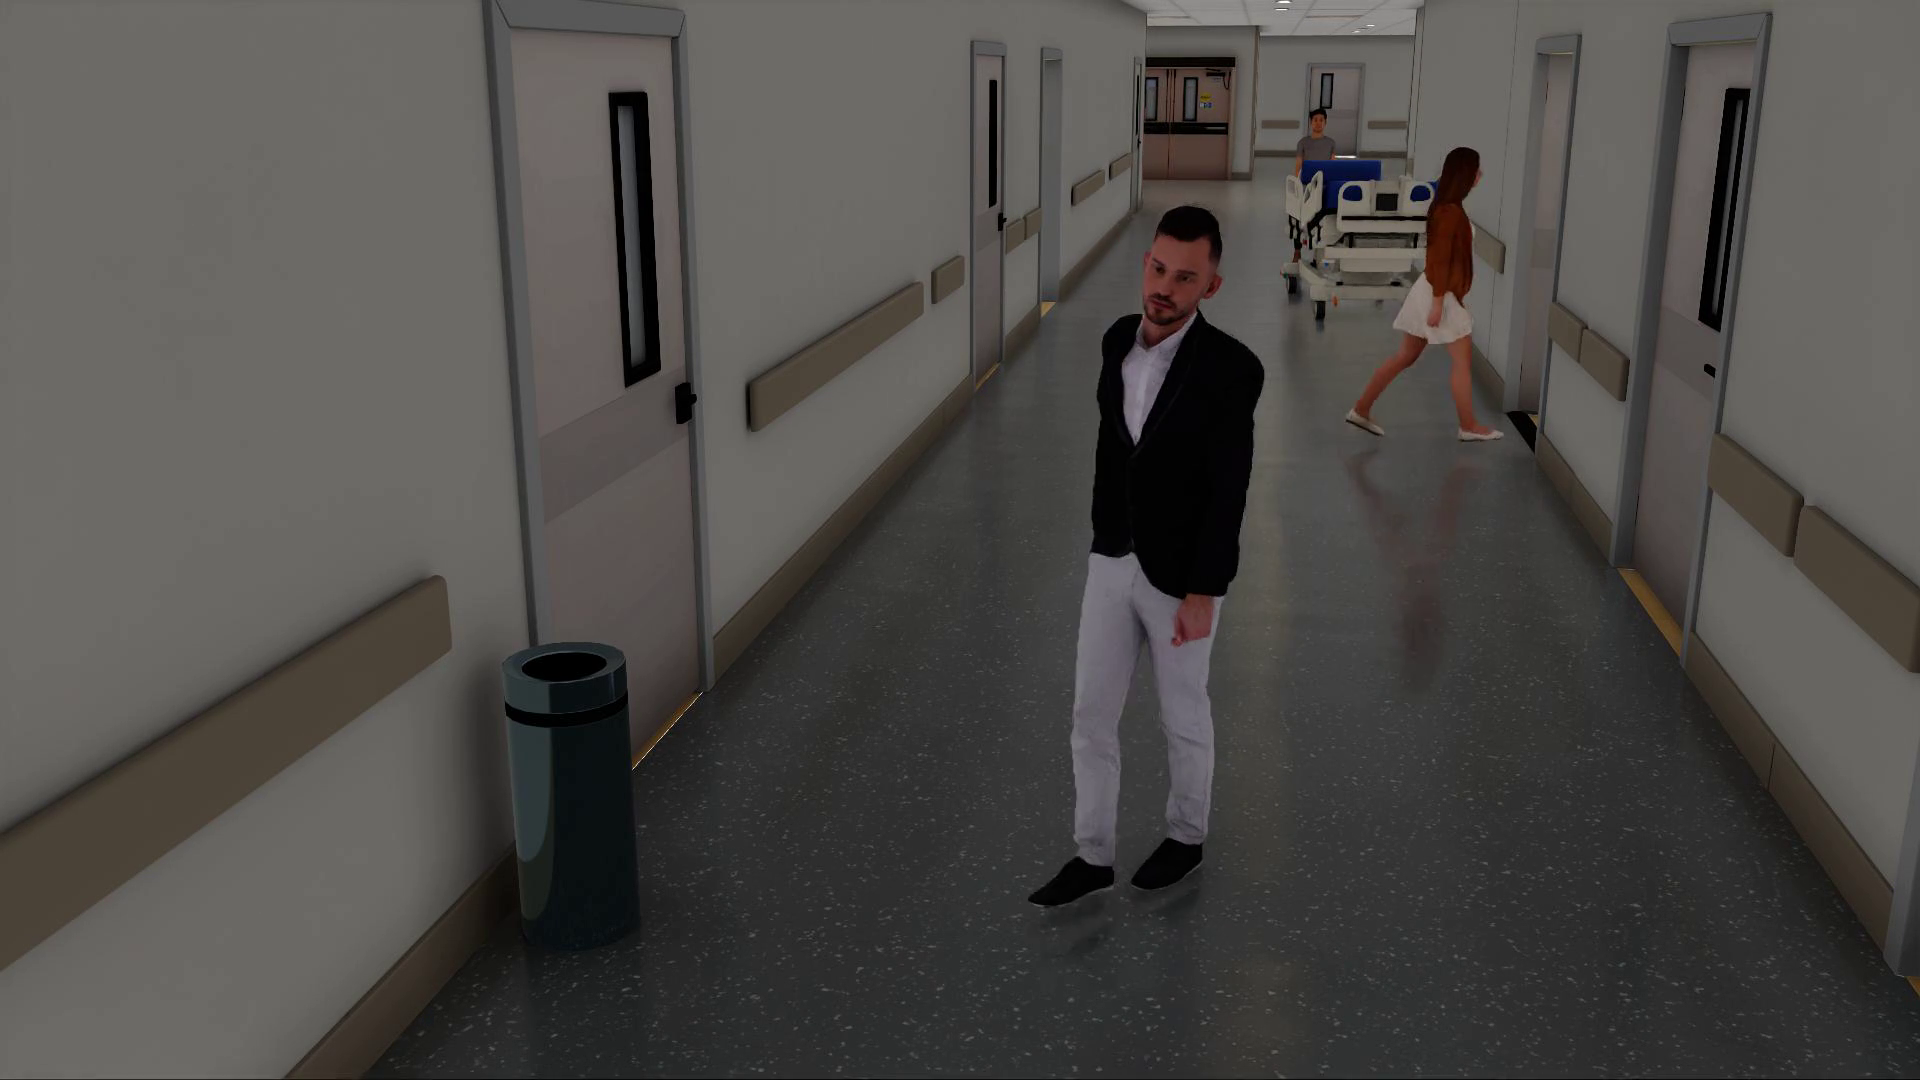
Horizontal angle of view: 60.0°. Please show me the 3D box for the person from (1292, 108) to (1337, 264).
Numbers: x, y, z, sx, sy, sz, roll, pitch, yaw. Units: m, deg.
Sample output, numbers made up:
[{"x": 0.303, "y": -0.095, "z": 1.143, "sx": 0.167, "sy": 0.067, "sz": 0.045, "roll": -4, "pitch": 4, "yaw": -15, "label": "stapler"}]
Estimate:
[{"x": 3.998, "y": -3.991, "z": 18.777, "sx": 0.499, "sy": 1.724, "sz": 0.688, "roll": 1, "pitch": 16, "yaw": 3, "label": "person"}]

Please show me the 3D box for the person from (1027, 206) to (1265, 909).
[{"x": 0.534, "y": 0.076, "z": 4.204, "sx": 0.989, "sy": 1.803, "sz": 0.946, "roll": -11, "pitch": 19, "yaw": -33, "label": "person"}]

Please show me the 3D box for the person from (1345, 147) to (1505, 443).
[{"x": 2.644, "y": -1.369, "z": 9.564, "sx": 1.167, "sy": 1.677, "sz": 0.729, "roll": 0, "pitch": 16, "yaw": 0, "label": "person"}]
